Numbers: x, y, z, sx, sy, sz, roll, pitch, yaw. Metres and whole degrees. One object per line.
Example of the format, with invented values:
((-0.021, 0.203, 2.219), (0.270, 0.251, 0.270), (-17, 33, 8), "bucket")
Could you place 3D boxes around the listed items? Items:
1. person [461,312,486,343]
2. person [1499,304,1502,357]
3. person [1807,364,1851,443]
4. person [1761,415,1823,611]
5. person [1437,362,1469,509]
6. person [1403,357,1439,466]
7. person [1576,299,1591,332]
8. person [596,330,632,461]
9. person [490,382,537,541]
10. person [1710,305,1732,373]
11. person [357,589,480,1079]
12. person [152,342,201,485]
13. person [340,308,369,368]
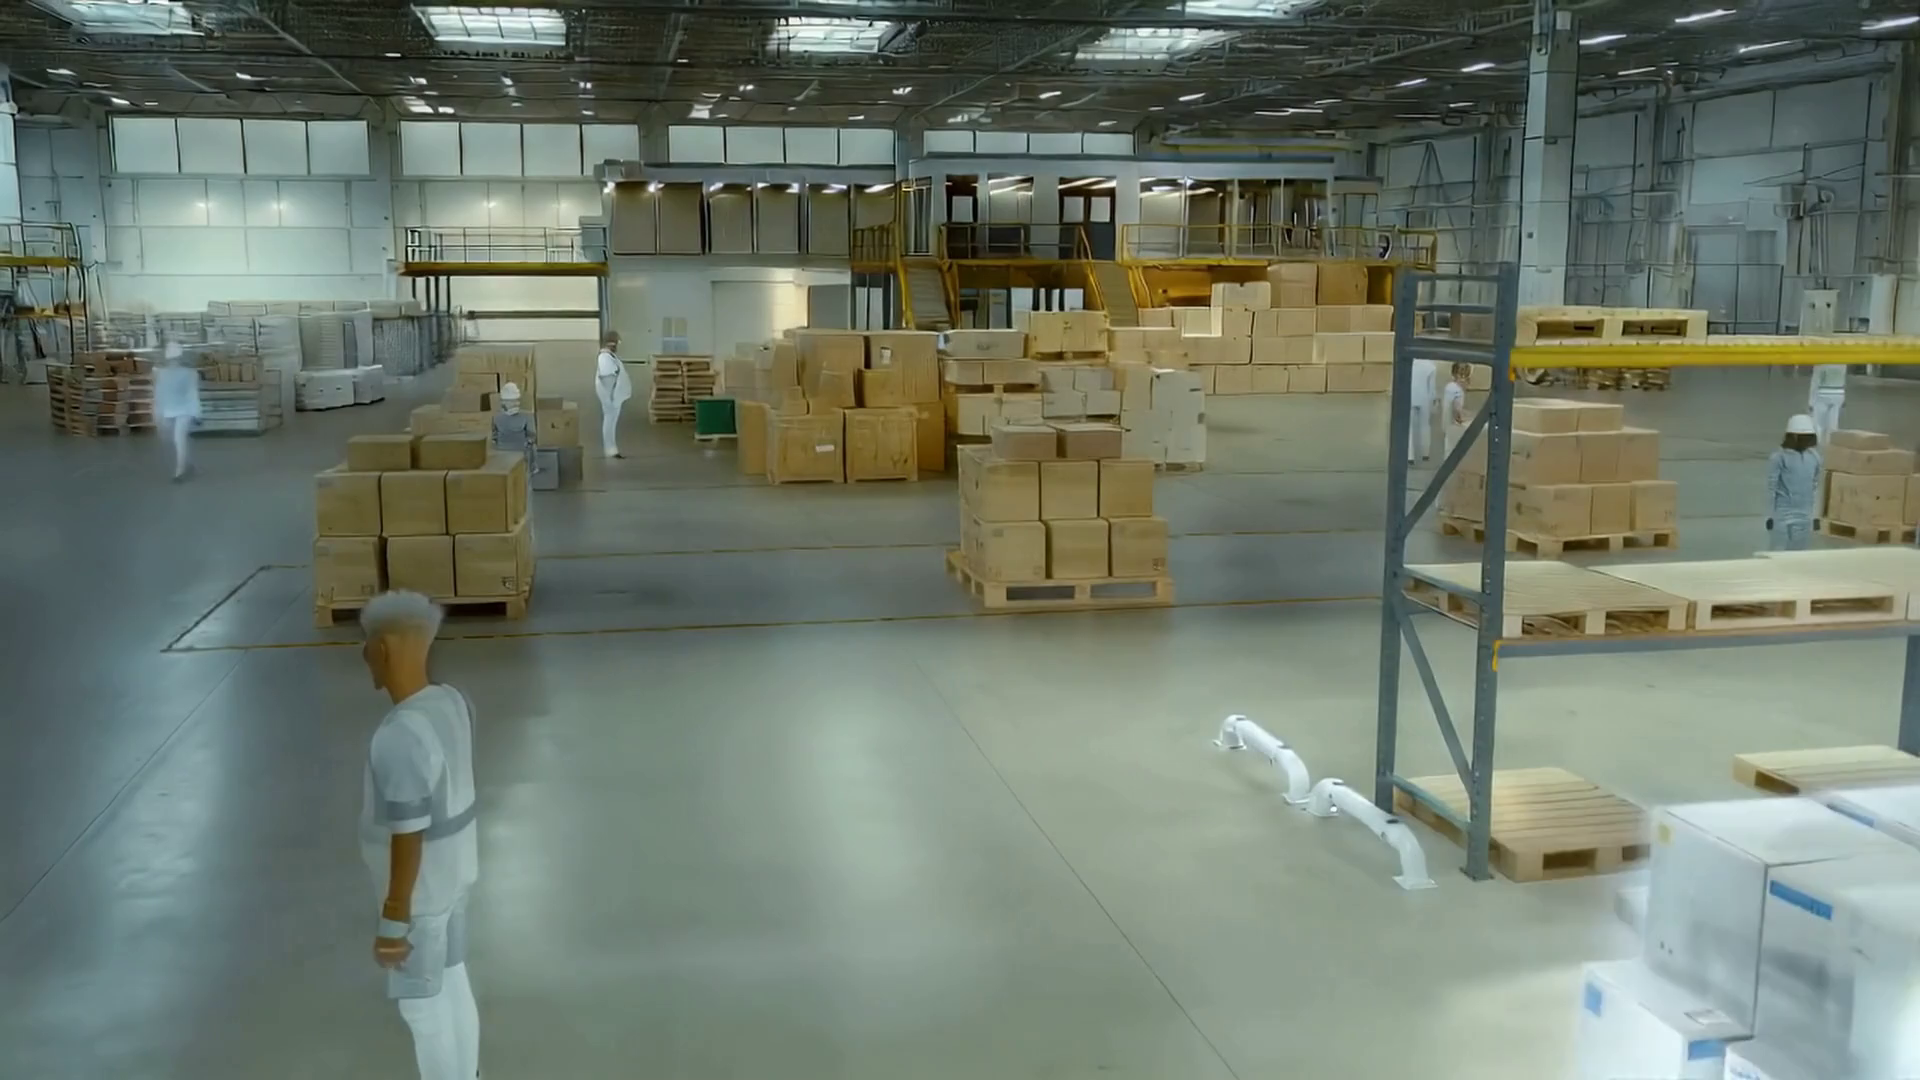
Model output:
((-12.333, -4.842, 42.228), (0.613, 1.867, 0.540), (-4, 10, -22), "person")
((17.648, -6.797, 53.998), (0.606, 1.909, 0.537), (-1, 9, -3), "person")
((13.605, -2.180, 26.109), (0.657, 1.829, 0.452), (-1, 9, -7), "person")
((7.205, -0.212, 14.372), (0.492, 1.742, 0.318), (-1, 9, -7), "person")
((6.117, -1.291, 20.562), (0.334, 1.873, 0.517), (-1, 9, -7), "person")
((6.975, -2.096, 25.370), (0.644, 1.901, 0.877), (4, 10, 22), "person")
((20.120, -6.783, 53.701), (0.616, 1.980, 0.457), (-3, 10, -15), "person")
((-5.393, -2.263, 25.970), (0.537, 2.000, 0.675), (-1, 9, -8), "person")
((-4.885, -0.846, 18.198), (0.524, 1.760, 0.328), (1, 9, 6), "person")
((21.583, -5.700, 47.196), (0.601, 1.951, 0.380), (8, 12, 40), "person")
((-1.790, 1.130, 5.513), (0.361, 1.964, 0.616), (0, 9, 1), "person")
((-10.905, -1.777, 23.213), (0.626, 1.970, 0.790), (2, 10, 14), "person")
((-15.116, -4.800, 41.626), (0.388, 1.991, 0.726), (6, 11, 32), "person")
